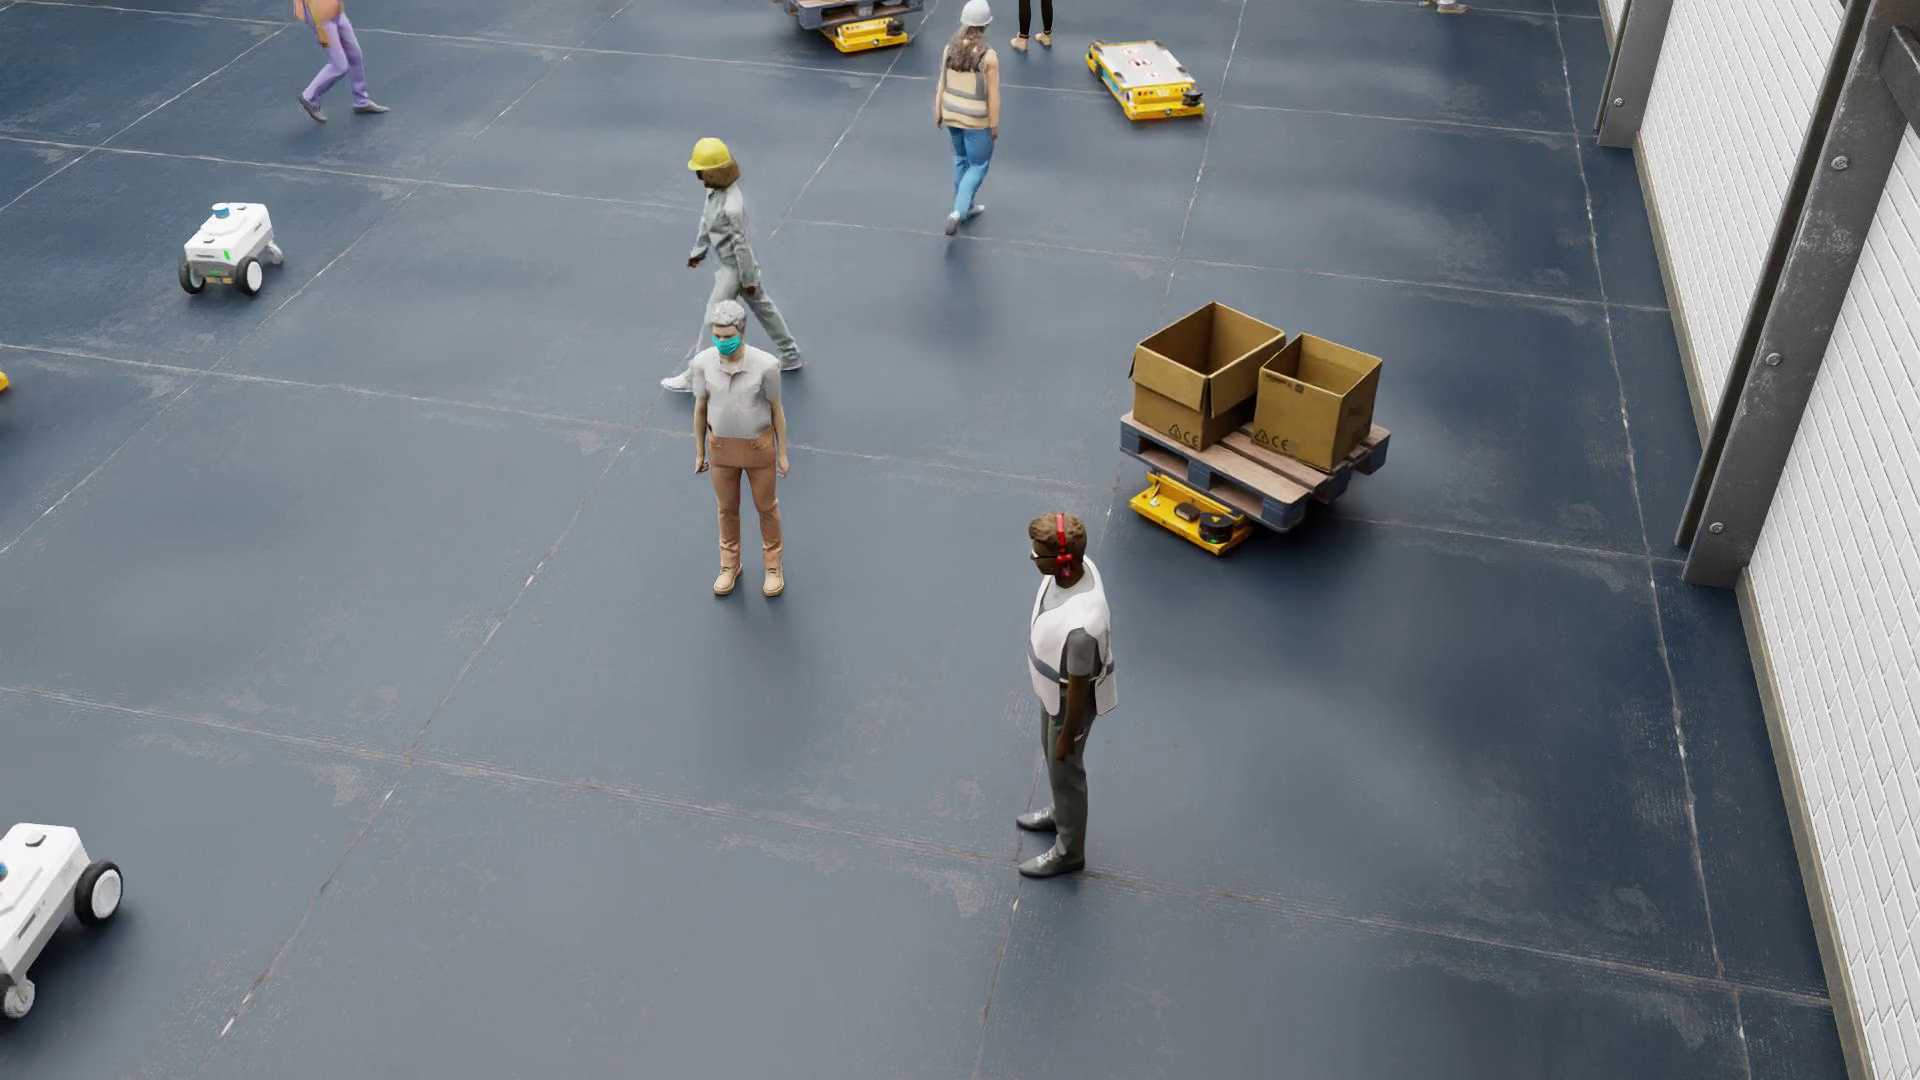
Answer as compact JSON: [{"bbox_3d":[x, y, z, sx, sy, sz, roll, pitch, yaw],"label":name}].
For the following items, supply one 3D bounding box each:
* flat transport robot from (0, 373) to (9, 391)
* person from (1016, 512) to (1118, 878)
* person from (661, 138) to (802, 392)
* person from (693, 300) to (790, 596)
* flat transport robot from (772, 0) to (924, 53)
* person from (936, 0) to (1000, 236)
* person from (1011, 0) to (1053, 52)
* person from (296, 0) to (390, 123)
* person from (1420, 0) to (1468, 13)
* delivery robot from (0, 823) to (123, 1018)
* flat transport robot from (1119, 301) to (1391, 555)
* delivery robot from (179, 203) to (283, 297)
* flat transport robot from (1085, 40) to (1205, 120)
[{"bbox_3d":[-6.712,-0.762,10.239,0.659,0.231,1.431,17,40,21],"label":"flat transport robot"},{"bbox_3d":[0.449,0.654,7.041,0.409,1.831,0.568,-3,37,-4],"label":"person"},{"bbox_3d":[-1.445,-1.710,10.324,0.936,1.680,0.480,-9,38,-12],"label":"person"},{"bbox_3d":[-1.130,-0.465,8.605,0.497,1.745,0.306,2,37,3],"label":"person"},{"bbox_3d":[-1.095,-5.029,15.948,0.659,0.231,1.431,-16,40,-21],"label":"flat transport robot"},{"bbox_3d":[0.015,-3.043,12.088,0.505,1.707,0.639,23,42,27],"label":"person"},{"bbox_3d":[0.678,-5.318,15.148,0.528,1.688,0.322,-21,42,-26],"label":"person"},{"bbox_3d":[-5.249,-4.300,13.680,0.570,1.813,0.627,4,37,6],"label":"person"},{"bbox_3d":[4.763,-5.987,15.903,0.380,1.866,0.629,-19,41,-23],"label":"person"},{"bbox_3d":[-3.934,1.543,6.902,0.499,0.580,0.756,4,37,5],"label":"delivery robot"},{"bbox_3d":[1.704,-0.409,9.765,1.431,0.231,0.659,-31,46,-34],"label":"flat transport robot"},{"bbox_3d":[-5.153,-2.064,11.754,0.525,0.610,0.781,3,37,4],"label":"delivery robot"},{"bbox_3d":[1.618,-4.079,14.677,0.659,0.231,1.431,-8,37,-10],"label":"flat transport robot"}]
